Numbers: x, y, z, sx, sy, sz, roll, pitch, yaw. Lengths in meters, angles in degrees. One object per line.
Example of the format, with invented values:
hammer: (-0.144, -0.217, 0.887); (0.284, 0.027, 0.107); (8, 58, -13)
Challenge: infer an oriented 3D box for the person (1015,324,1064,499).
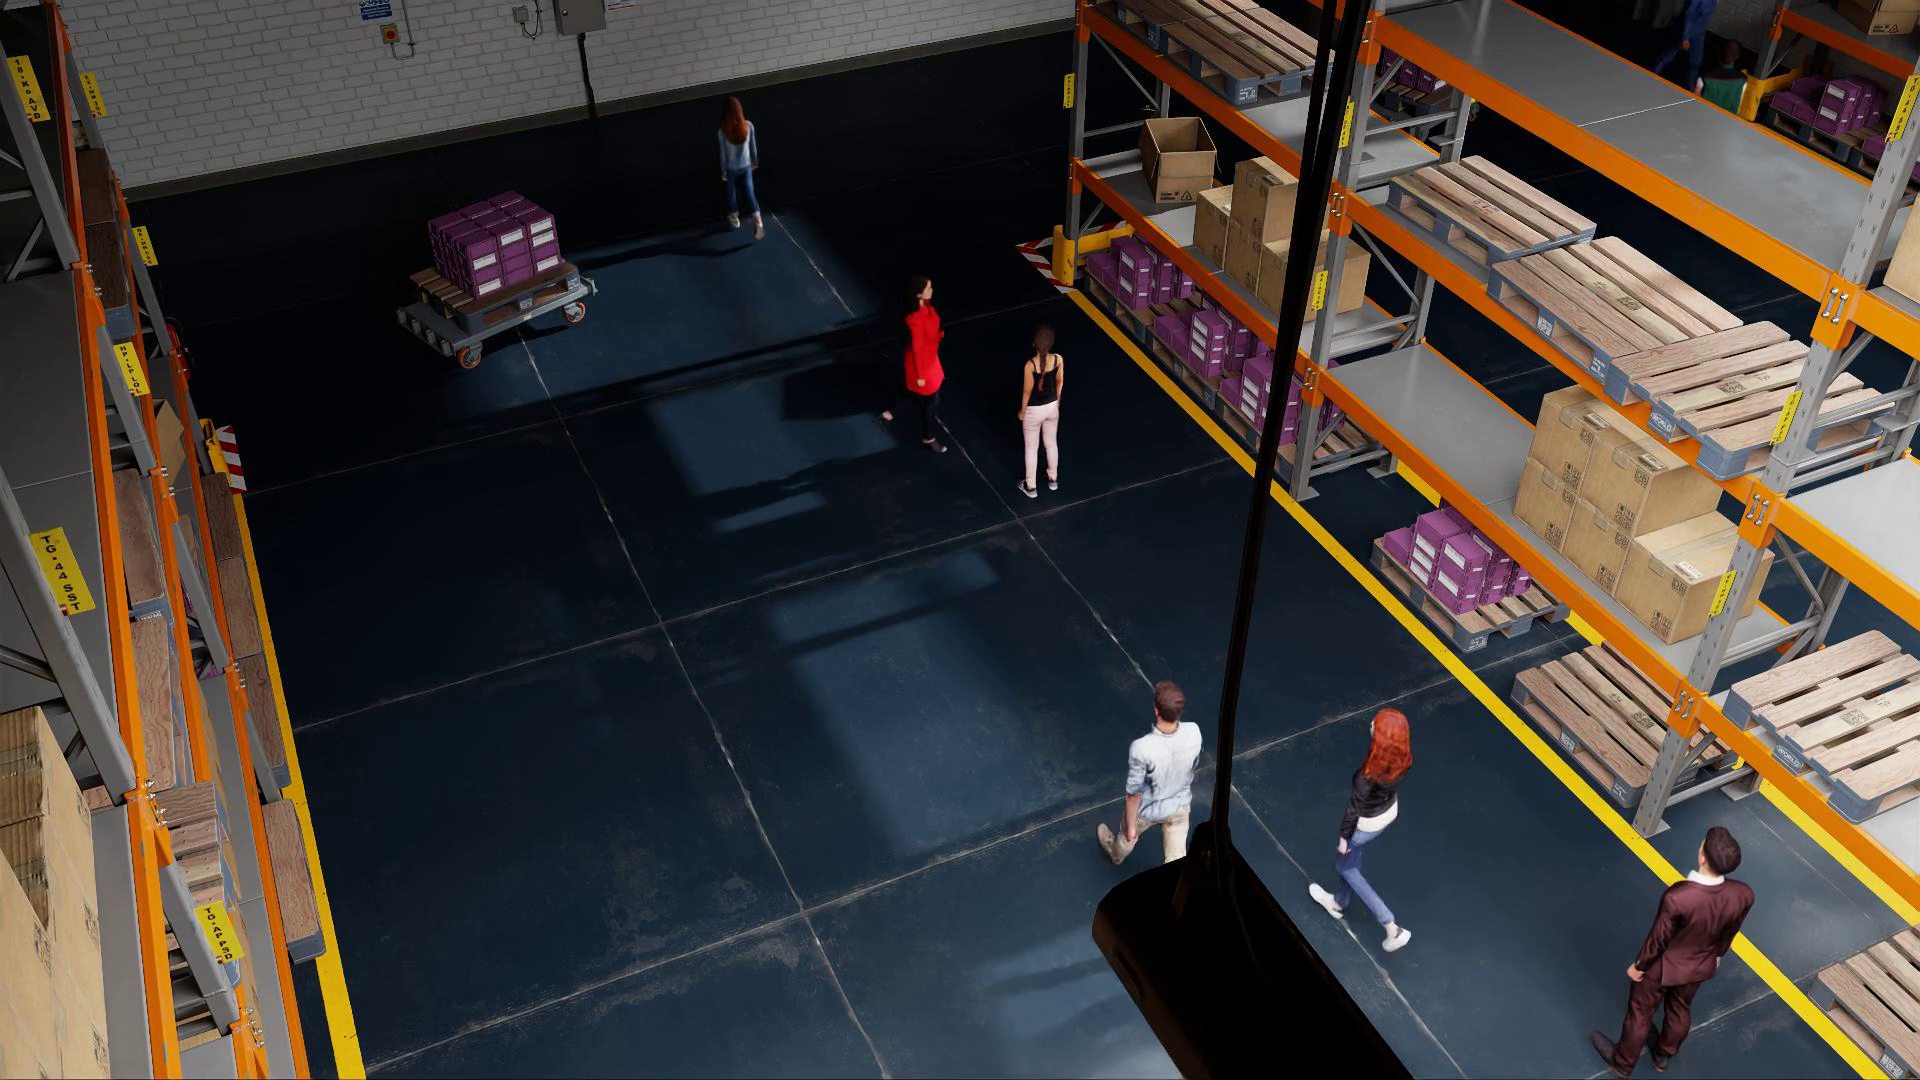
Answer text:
person: (0.649, -1.047, 13.340); (0.522, 1.565, 0.489); (-16, 41, -19)

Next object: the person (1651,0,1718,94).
person: (8.419, -5.954, 19.338); (0.698, 1.748, 1.146); (-21, 43, -25)

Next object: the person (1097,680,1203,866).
person: (1.214, 1.646, 9.775); (0.744, 1.804, 1.183); (-13, 40, -15)

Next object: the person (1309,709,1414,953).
person: (2.447, 1.718, 9.715); (0.742, 1.768, 1.055); (-28, 46, -30)

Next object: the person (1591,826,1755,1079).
person: (3.873, 2.252, 8.969); (0.744, 1.864, 0.669); (-7, 39, -8)

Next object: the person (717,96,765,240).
person: (-2.214, -3.738, 16.796); (0.618, 1.457, 0.945); (-19, 43, -23)

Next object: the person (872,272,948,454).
person: (-0.397, -1.445, 13.705); (0.879, 1.731, 0.902); (0, 39, 0)

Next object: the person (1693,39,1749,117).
person: (7.710, -4.203, 17.079); (0.795, 1.830, 0.848); (11, 40, 13)
